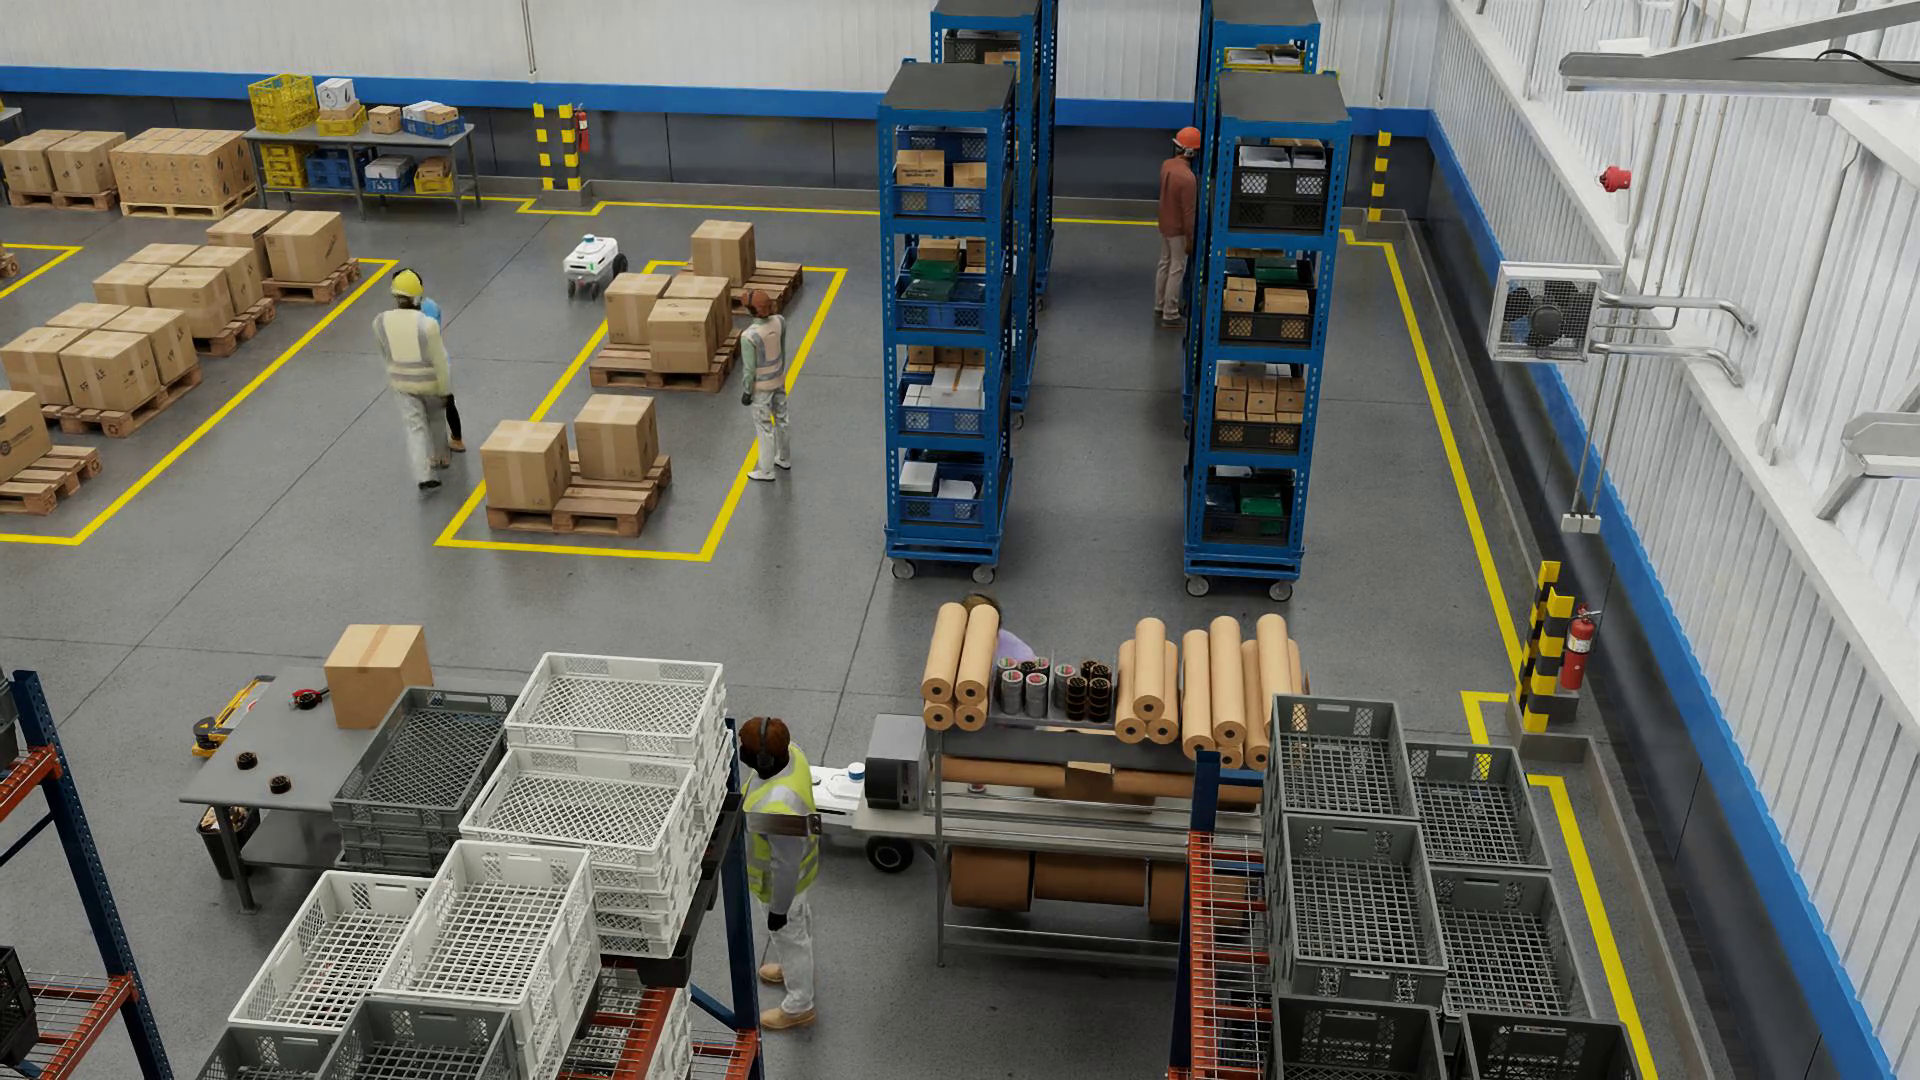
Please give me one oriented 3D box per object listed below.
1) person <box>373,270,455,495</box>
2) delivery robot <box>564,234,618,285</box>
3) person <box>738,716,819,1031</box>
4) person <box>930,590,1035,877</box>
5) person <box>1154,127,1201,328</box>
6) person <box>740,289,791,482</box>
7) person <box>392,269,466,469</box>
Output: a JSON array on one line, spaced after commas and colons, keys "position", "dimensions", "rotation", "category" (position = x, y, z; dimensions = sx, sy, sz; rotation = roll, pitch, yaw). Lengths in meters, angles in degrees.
[{"position": [-4.358, -1.252, 13.334], "dimensions": [0.618, 1.795, 0.859], "rotation": [1, 30, 2], "category": "person"}, {"position": [-3.840, -2.939, 17.323], "dimensions": [0.477, 0.478, 0.707], "rotation": [6, 31, 10], "category": "delivery robot"}, {"position": [-0.909, 1.642, 8.275], "dimensions": [0.428, 1.842, 0.631], "rotation": [-2, 30, -3], "category": "person"}, {"position": [0.118, 1.085, 9.152], "dimensions": [0.626, 1.930, 0.376], "rotation": [13, 33, 21], "category": "person"}, {"position": [2.135, -3.031, 16.171], "dimensions": [0.412, 1.980, 0.623], "rotation": [-10, 32, -16], "category": "person"}, {"position": [-1.573, -1.259, 13.457], "dimensions": [0.308, 1.640, 0.511], "rotation": [17, 34, 27], "category": "person"}, {"position": [-4.389, -1.417, 13.679], "dimensions": [0.322, 1.692, 0.537], "rotation": [6, 31, 11], "category": "person"}]
